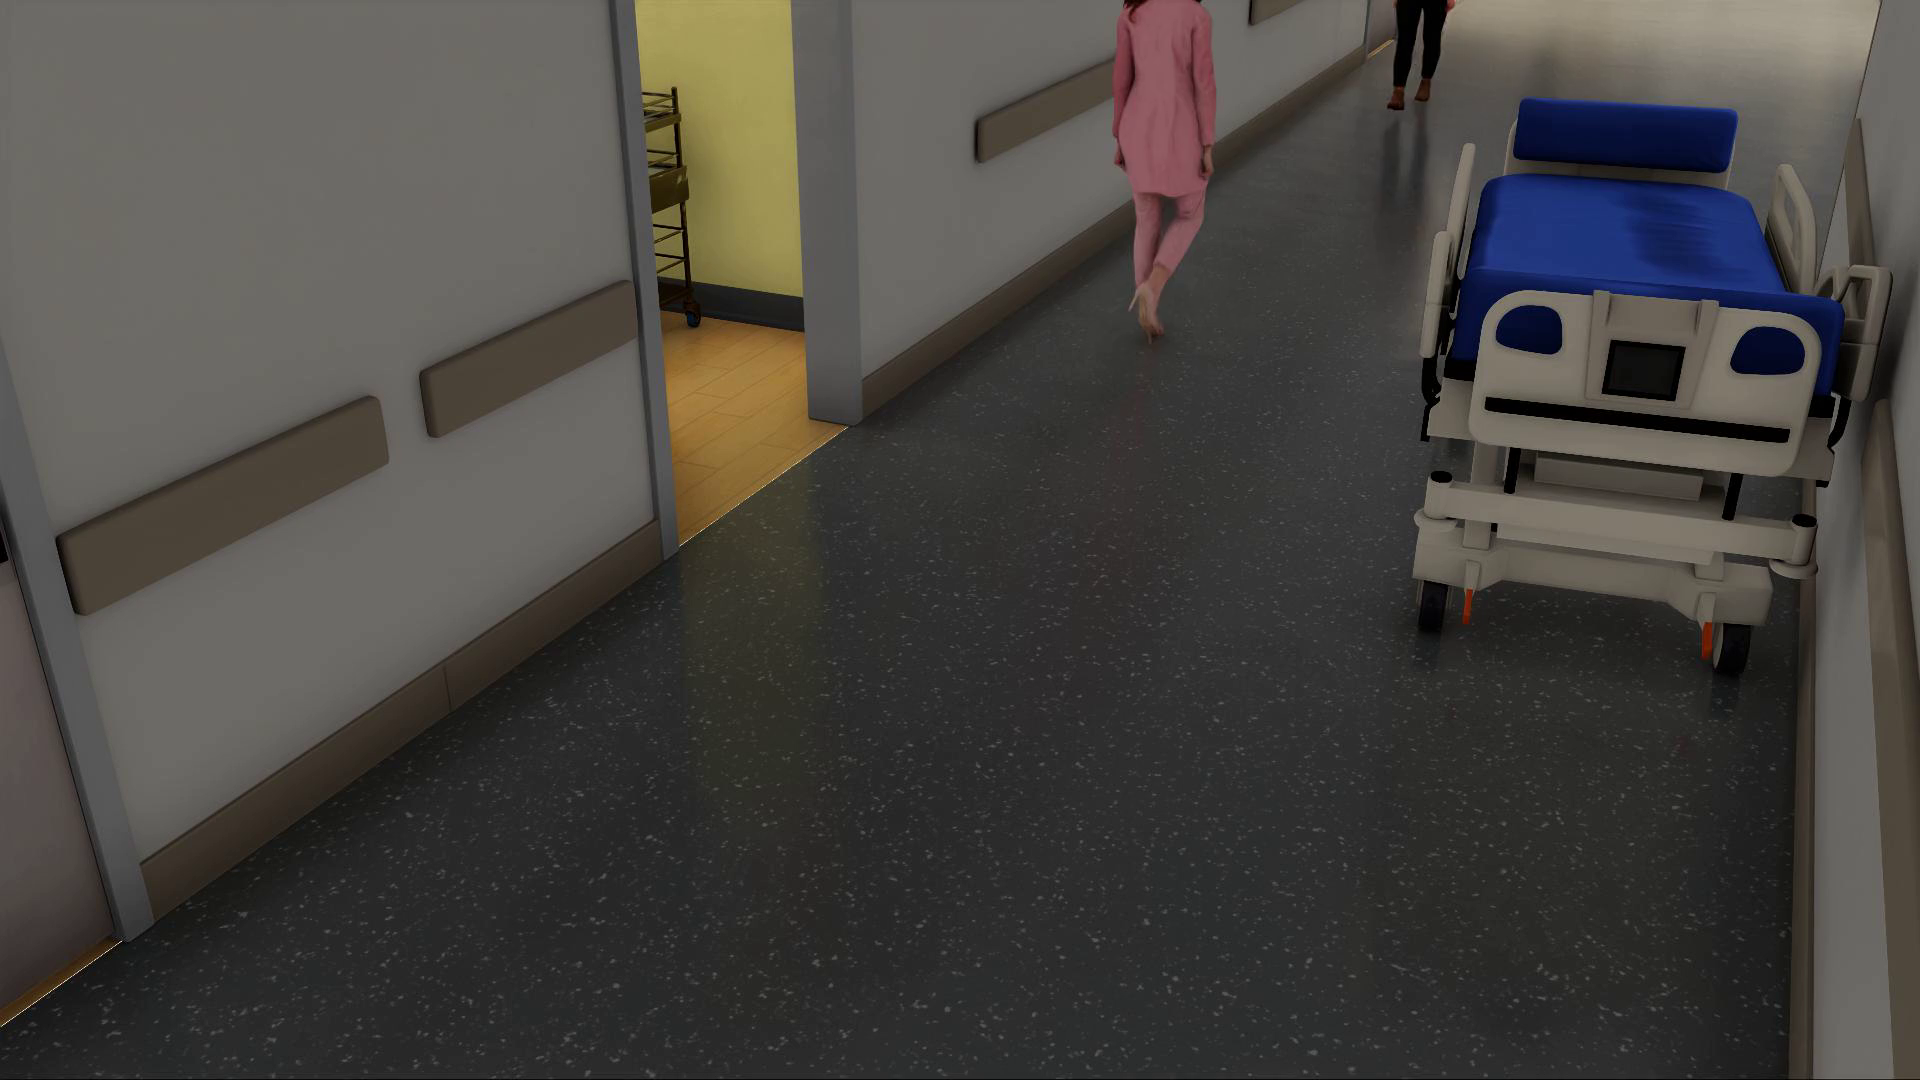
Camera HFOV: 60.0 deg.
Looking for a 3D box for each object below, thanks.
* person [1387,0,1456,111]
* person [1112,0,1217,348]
[{"bbox_3d":[3.401,-3.982,12.061,1.029,1.677,0.664,11,28,22],"label":"person"},{"bbox_3d":[0.840,-1.673,7.142,0.637,1.791,0.683,12,28,24],"label":"person"}]
